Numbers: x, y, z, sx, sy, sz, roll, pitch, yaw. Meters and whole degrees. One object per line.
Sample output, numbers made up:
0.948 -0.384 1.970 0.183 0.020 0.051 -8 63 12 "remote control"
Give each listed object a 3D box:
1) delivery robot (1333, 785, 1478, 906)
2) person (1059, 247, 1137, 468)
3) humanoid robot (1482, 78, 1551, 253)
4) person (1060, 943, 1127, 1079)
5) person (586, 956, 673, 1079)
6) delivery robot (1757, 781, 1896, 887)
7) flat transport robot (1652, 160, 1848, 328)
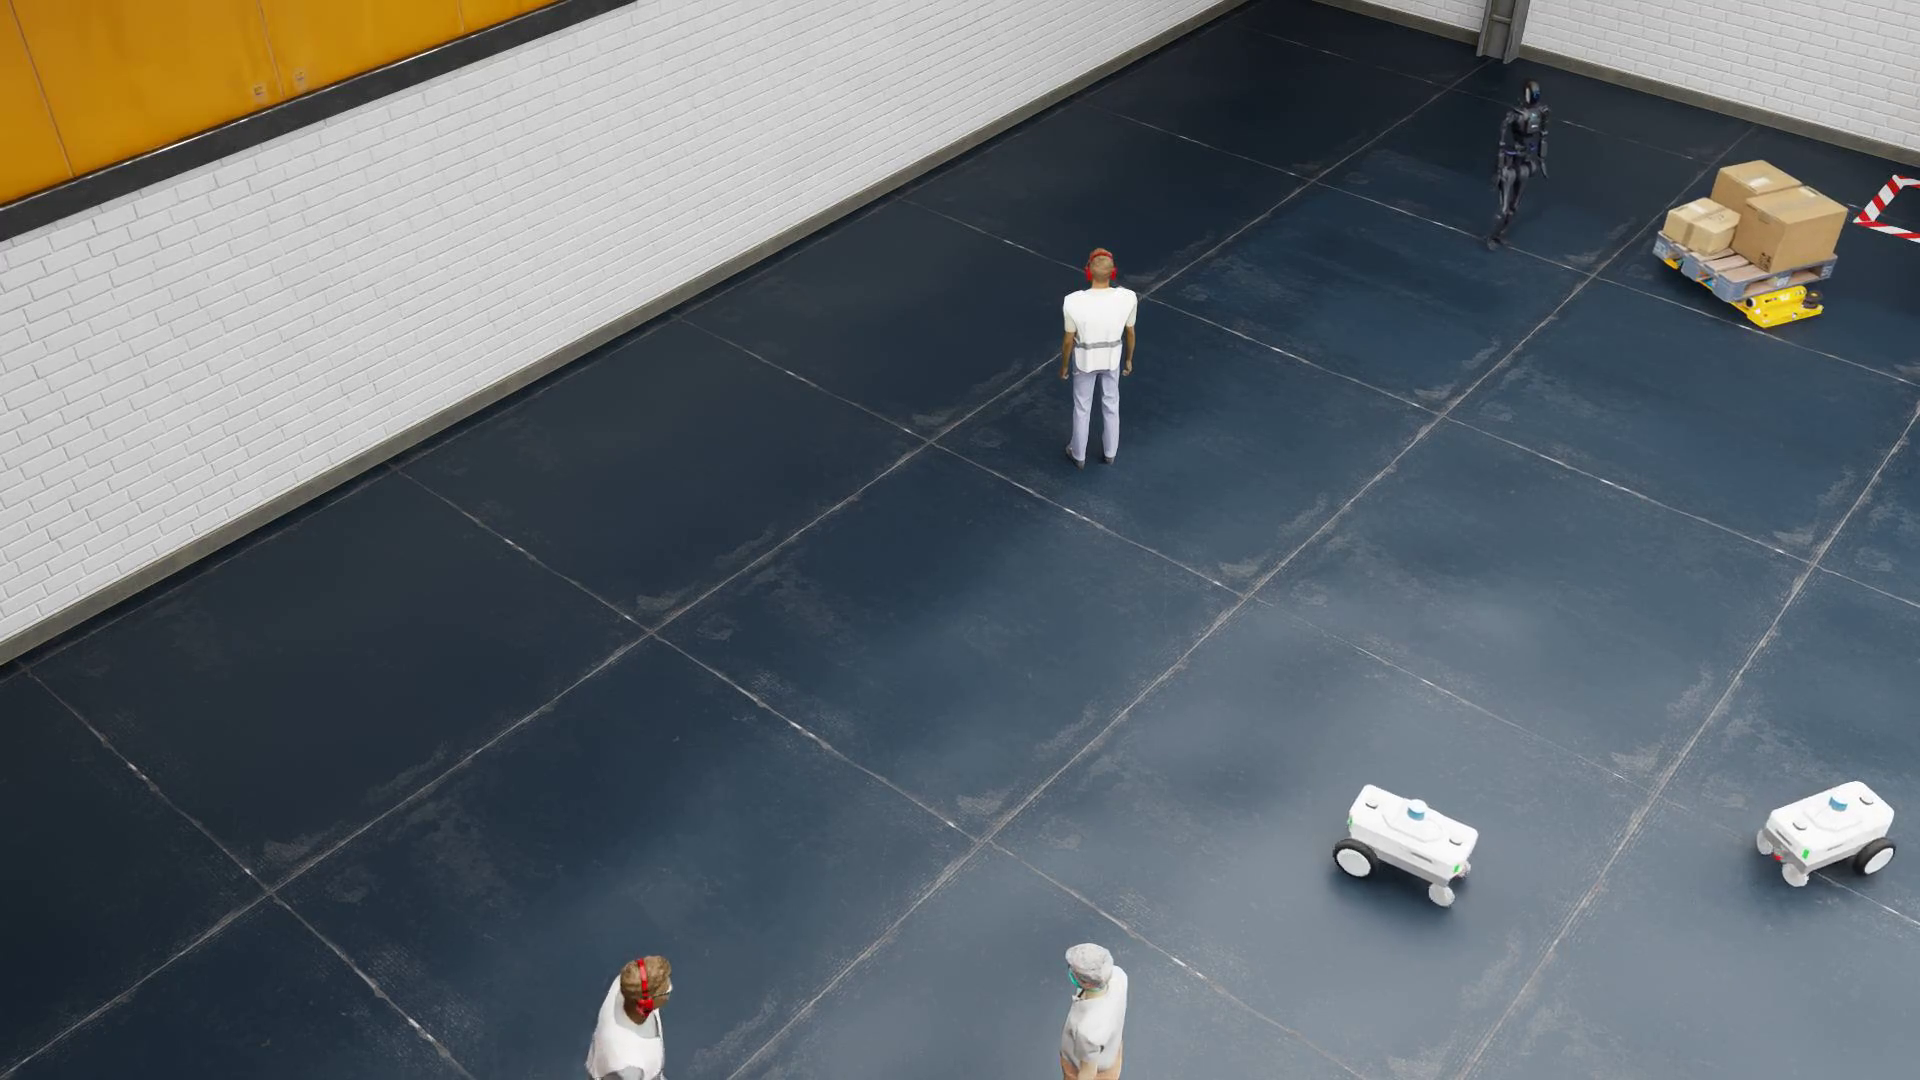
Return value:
2.662 1.773 9.852 0.777 0.587 0.499 22 44 25 "delivery robot"
1.049 -1.356 12.715 0.569 1.840 0.373 -5 39 -7 "person"
5.215 -3.493 15.497 0.599 1.658 0.364 -14 41 -17 "humanoid robot"
0.614 2.514 7.994 0.321 1.738 0.475 13 41 15 "person"
-1.631 2.619 7.840 1.010 1.781 0.616 -2 39 -3 "person"
5.172 1.719 9.923 0.764 0.592 0.521 -15 41 -18 "delivery robot"
7.155 -2.424 15.295 0.659 0.231 1.431 -14 41 -17 "flat transport robot"
